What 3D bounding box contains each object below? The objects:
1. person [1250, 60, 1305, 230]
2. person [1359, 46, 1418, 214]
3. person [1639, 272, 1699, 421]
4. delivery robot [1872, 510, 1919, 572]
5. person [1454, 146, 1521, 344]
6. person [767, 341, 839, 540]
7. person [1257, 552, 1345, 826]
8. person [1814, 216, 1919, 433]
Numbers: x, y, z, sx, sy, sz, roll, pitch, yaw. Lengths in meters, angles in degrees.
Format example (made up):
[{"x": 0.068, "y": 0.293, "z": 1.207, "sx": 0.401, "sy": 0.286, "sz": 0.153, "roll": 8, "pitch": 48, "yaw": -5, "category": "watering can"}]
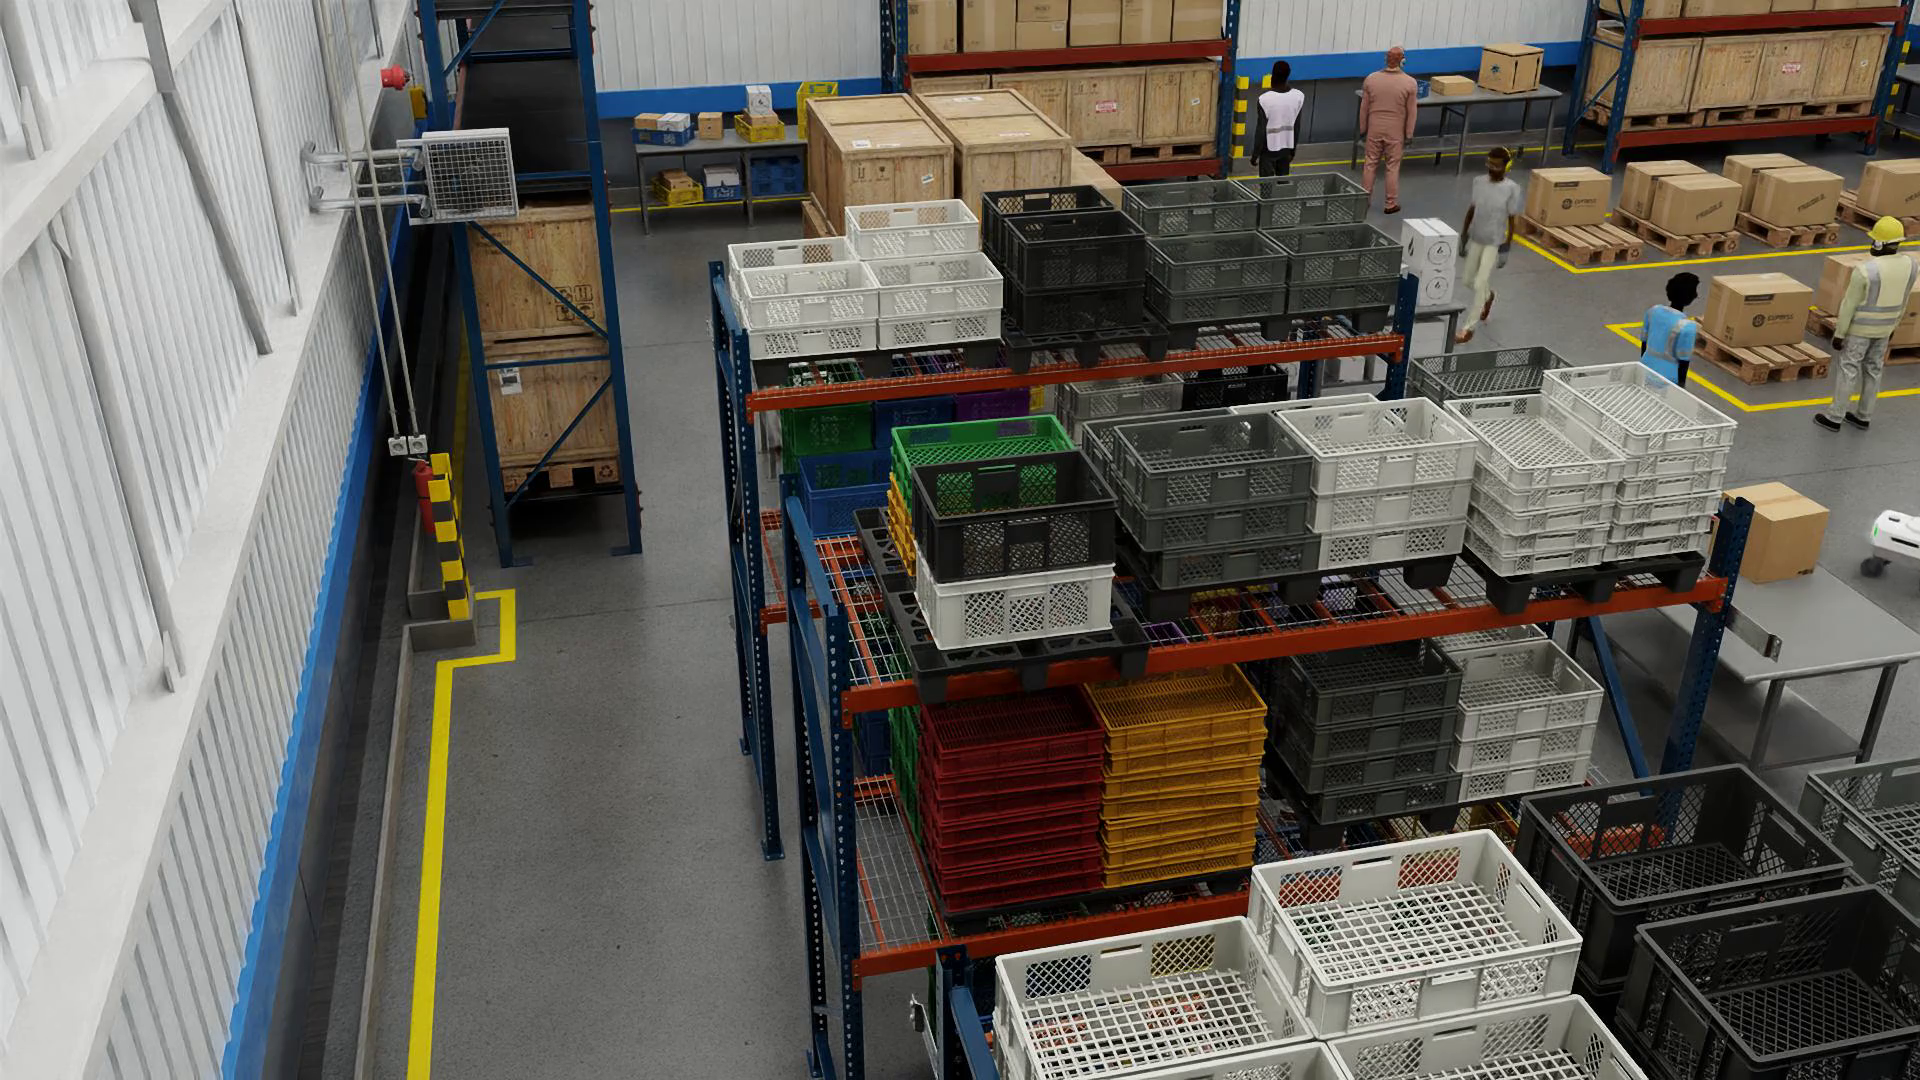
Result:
[{"x": 3.522, "y": -4.369, "z": 18.549, "sx": 0.592, "sy": 1.922, "sz": 0.392, "roll": -13, "pitch": 31, "yaw": -23, "category": "person"}, {"x": 4.957, "y": -4.756, "z": 19.298, "sx": 0.653, "sy": 1.906, "sz": 0.408, "roll": 14, "pitch": 31, "yaw": 24, "category": "person"}, {"x": 5.428, "y": -1.252, "z": 12.871, "sx": 0.321, "sy": 1.697, "sz": 0.535, "roll": -7, "pitch": 29, "yaw": -14, "category": "person"}, {"x": 6.744, "y": 0.027, "z": 11.562, "sx": 0.707, "sy": 0.478, "sz": 0.477, "roll": 24, "pitch": 35, "yaw": 37, "category": "delivery robot"}, {"x": 4.974, "y": -2.810, "z": 15.683, "sx": 0.748, "sy": 1.840, "sz": 0.536, "roll": -23, "pitch": 35, "yaw": -37, "category": "person"}, {"x": -1.070, "y": -0.660, "z": 11.550, "sx": 0.584, "sy": 1.883, "sz": 0.337, "roll": 19, "pitch": 33, "yaw": 32, "category": "person"}, {"x": 1.855, "y": 0.656, "z": 8.996, "sx": 0.372, "sy": 1.940, "sz": 0.629, "roll": -8, "pitch": 29, "yaw": -15, "category": "person"}, {"x": 7.475, "y": -1.764, "z": 13.713, "sx": 0.595, "sy": 1.827, "sz": 0.403, "roll": -6, "pitch": 28, "yaw": -11, "category": "person"}]
